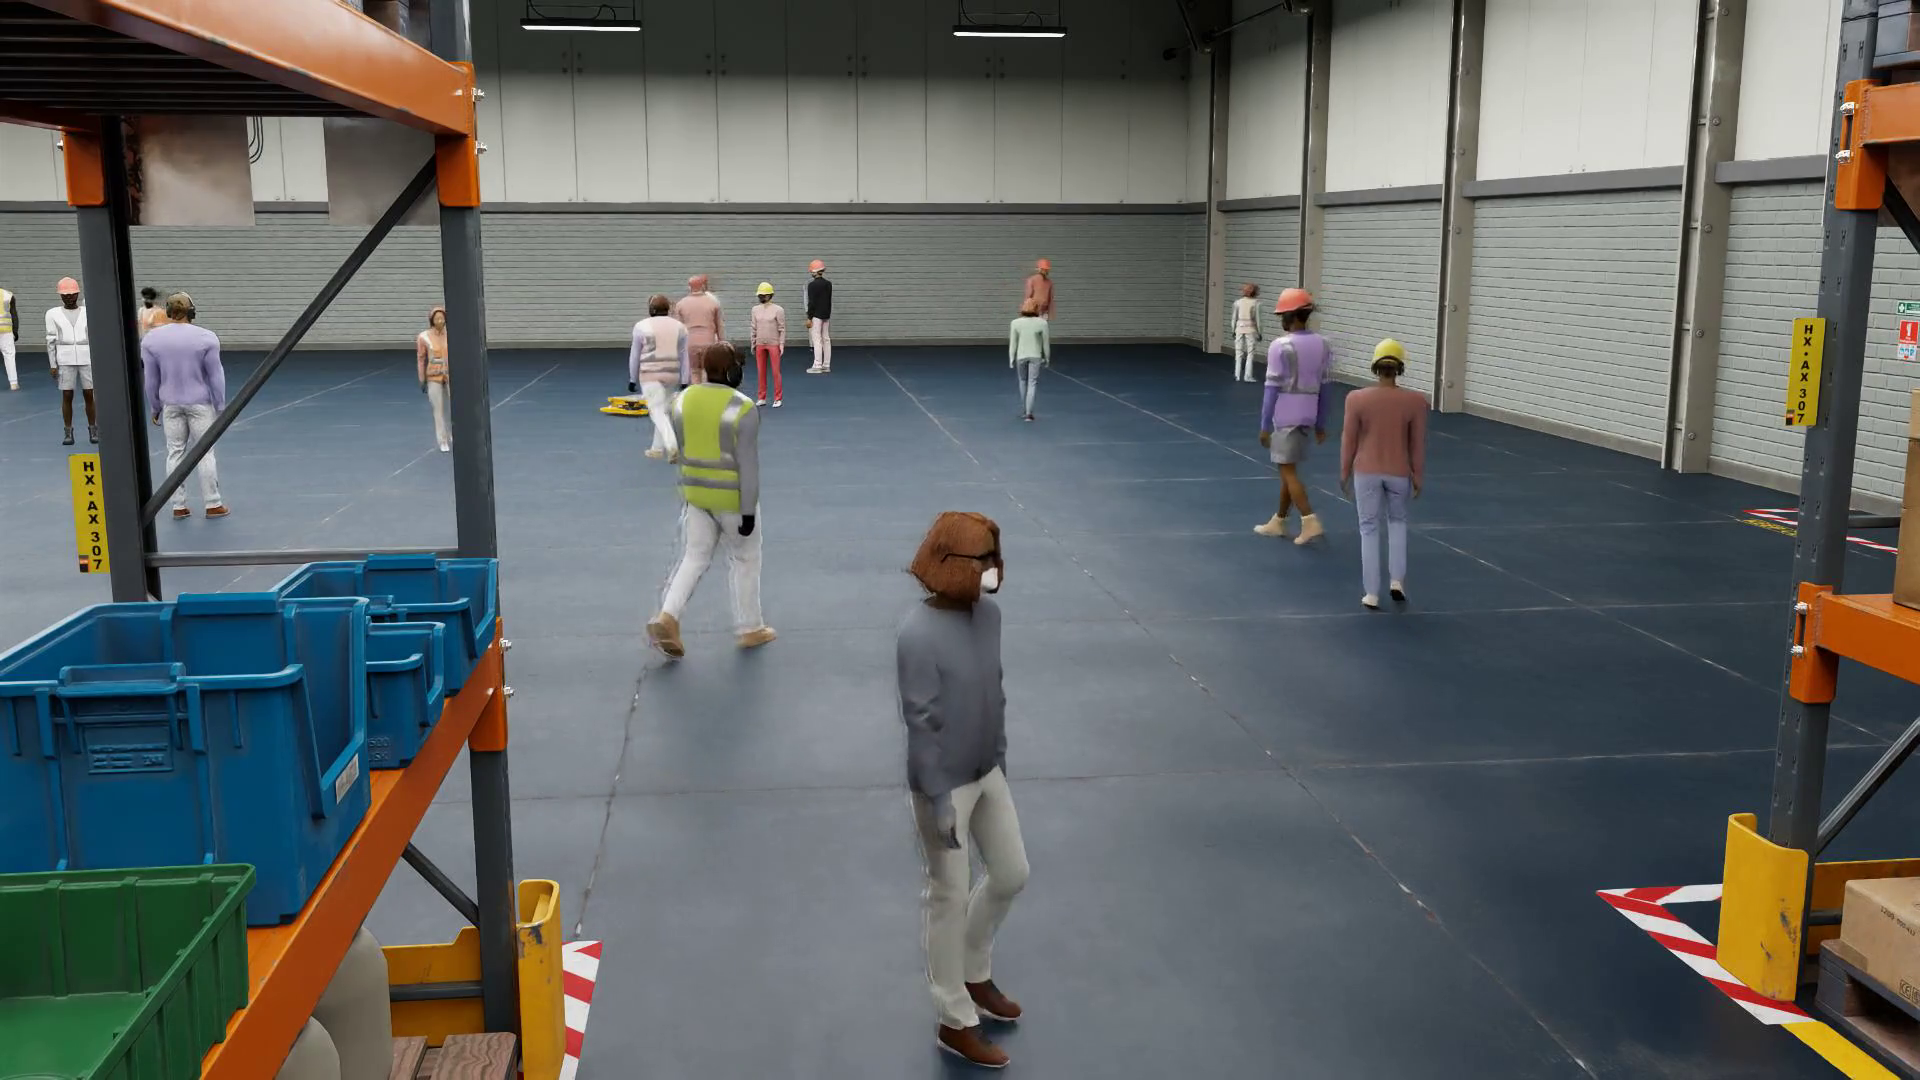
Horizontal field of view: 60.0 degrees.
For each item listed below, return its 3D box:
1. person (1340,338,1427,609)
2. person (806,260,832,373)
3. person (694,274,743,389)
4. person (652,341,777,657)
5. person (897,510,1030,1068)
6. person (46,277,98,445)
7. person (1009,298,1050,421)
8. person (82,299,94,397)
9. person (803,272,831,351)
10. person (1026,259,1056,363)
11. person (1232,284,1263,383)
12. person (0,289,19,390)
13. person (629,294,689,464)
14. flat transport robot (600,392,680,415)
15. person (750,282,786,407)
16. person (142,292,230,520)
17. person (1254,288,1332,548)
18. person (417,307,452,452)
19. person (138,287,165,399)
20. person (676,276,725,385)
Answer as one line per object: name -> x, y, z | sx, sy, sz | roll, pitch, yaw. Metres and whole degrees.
person -> 2.741, -0.430, 10.836 | 0.527, 1.752, 0.464 | 1, 10, 5
person -> -2.503, -3.960, 29.501 | 0.375, 1.997, 0.612 | 7, 12, 32
person -> -3.745, -3.115, 25.250 | 0.766, 1.863, 0.588 | -5, 12, -27
person -> -1.421, -0.231, 9.557 | 0.621, 1.818, 0.821 | 6, 12, 29
person -> 0.021, 0.720, 4.856 | 0.351, 1.631, 0.522 | 7, 12, 34
person -> -10.258, -2.069, 19.297 | 0.553, 1.935, 0.364 | -6, 12, -30
person -> 0.934, -2.390, 22.013 | 0.521, 1.588, 0.851 | 2, 11, 12
person -> -12.068, -2.770, 23.341 | 0.535, 1.865, 0.312 | 6, 12, 32
person -> -3.003, -4.900, 35.105 | 0.614, 1.831, 0.404 | 4, 11, 19
person -> 1.589, -4.351, 31.704 | 0.641, 1.967, 0.673 | -8, 13, -37
person -> 4.739, -3.404, 27.485 | 0.555, 1.625, 0.329 | 7, 13, 35
person -> -15.146, -3.270, 26.146 | 0.626, 1.844, 0.429 | -6, 12, -31
person -> -3.184, -1.723, 17.781 | 0.617, 1.812, 0.924 | -8, 13, -38
flat transport robot -> -4.186, -1.889, 22.882 | 0.652, 0.197, 1.431 | 8, 13, 37
person -> -2.723, -2.753, 23.525 | 0.529, 1.765, 0.327 | 4, 11, 20
person -> -6.584, -1.135, 14.173 | 0.633, 1.938, 0.356 | -1, 10, -7
person -> 2.612, -0.954, 12.979 | 0.621, 2.018, 0.845 | -7, 13, -34
person -> -5.755, -1.777, 18.535 | 0.549, 1.619, 0.537 | -5, 11, -24
person -> -11.996, -2.918, 24.674 | 0.541, 1.669, 0.386 | 5, 12, 26
person -> -3.580, -2.701, 22.952 | 0.652, 1.880, 0.732 | -1, 10, -3
